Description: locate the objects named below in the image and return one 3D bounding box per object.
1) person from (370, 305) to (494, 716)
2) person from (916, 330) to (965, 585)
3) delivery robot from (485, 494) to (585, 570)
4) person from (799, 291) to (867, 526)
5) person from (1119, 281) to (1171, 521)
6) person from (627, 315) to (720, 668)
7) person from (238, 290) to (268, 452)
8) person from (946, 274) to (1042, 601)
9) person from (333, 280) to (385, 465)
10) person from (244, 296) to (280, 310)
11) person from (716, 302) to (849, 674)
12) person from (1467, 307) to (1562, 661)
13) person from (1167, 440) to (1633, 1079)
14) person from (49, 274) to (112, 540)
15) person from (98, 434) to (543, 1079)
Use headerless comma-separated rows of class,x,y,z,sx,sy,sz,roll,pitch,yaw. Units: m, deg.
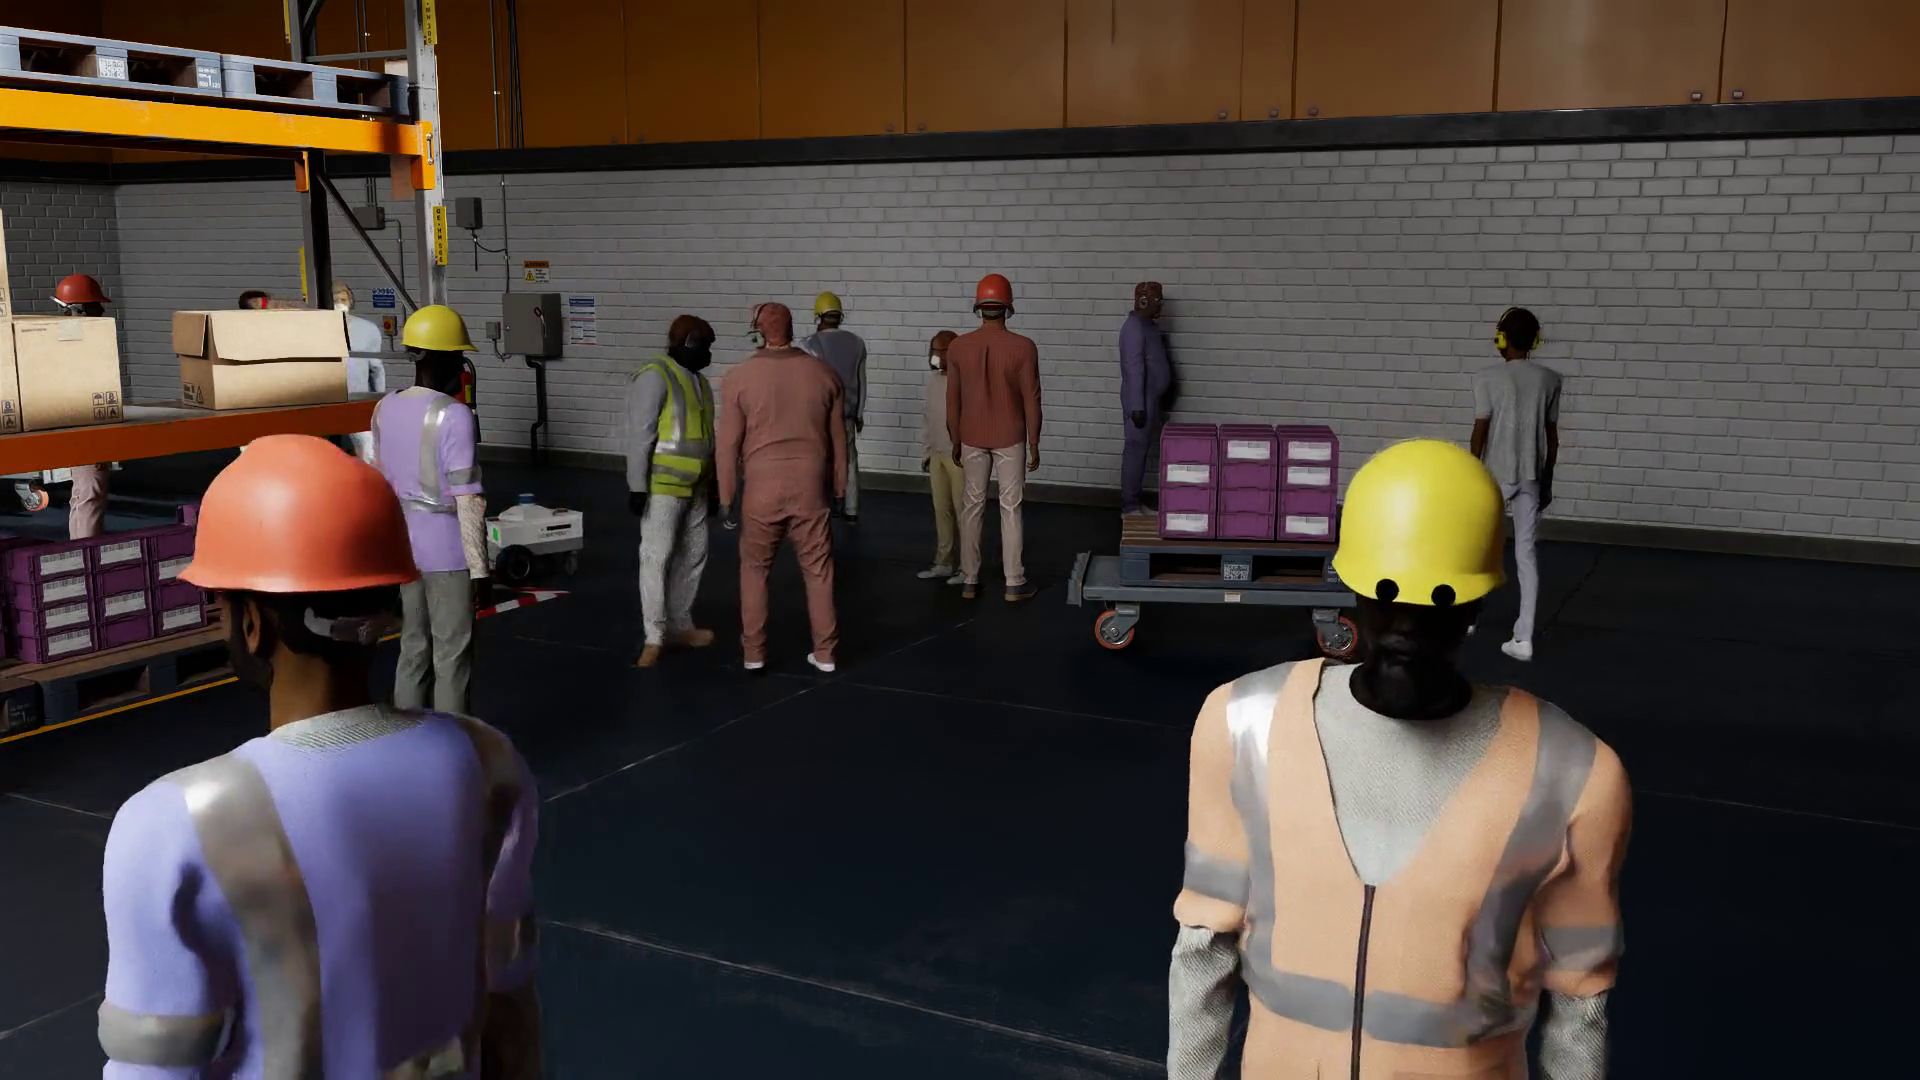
person,-2.030,0.051,6.511,0.594,1.924,0.382,7,12,36
person,-0.070,-0.530,10.721,0.266,1.631,0.507,-8,13,-39
delivery robot,-2.809,-0.059,10.840,0.477,0.478,0.707,9,13,43
person,-1.004,-1.000,12.866,0.599,1.830,0.404,-7,12,-34
person,1.465,-1.091,13.188,0.402,1.904,0.652,2,10,12
person,-1.503,-0.262,8.696,0.432,1.810,0.738,4,11,22
person,-5.722,-1.147,13.741,0.648,1.824,0.441,3,10,18
person,0.213,-0.620,10.192,0.612,1.997,0.375,4,10,20
person,-4.588,-0.969,12.429,0.664,1.914,0.705,-6,12,-33
person,-4.565,-0.725,11.272,0.461,1.833,0.580,-3,10,-17
person,-0.888,-0.245,8.388,0.692,1.889,0.405,-4,11,-22
person,2.913,-0.324,8.935,0.563,1.828,0.932,-1,10,-4
person,0.610,0.786,2.358,0.591,1.898,0.848,5,11,27
person,-5.395,-0.639,10.308,0.379,1.995,0.612,-7,12,-35
person,-0.710,0.830,2.032,0.770,1.921,0.550,6,11,29
